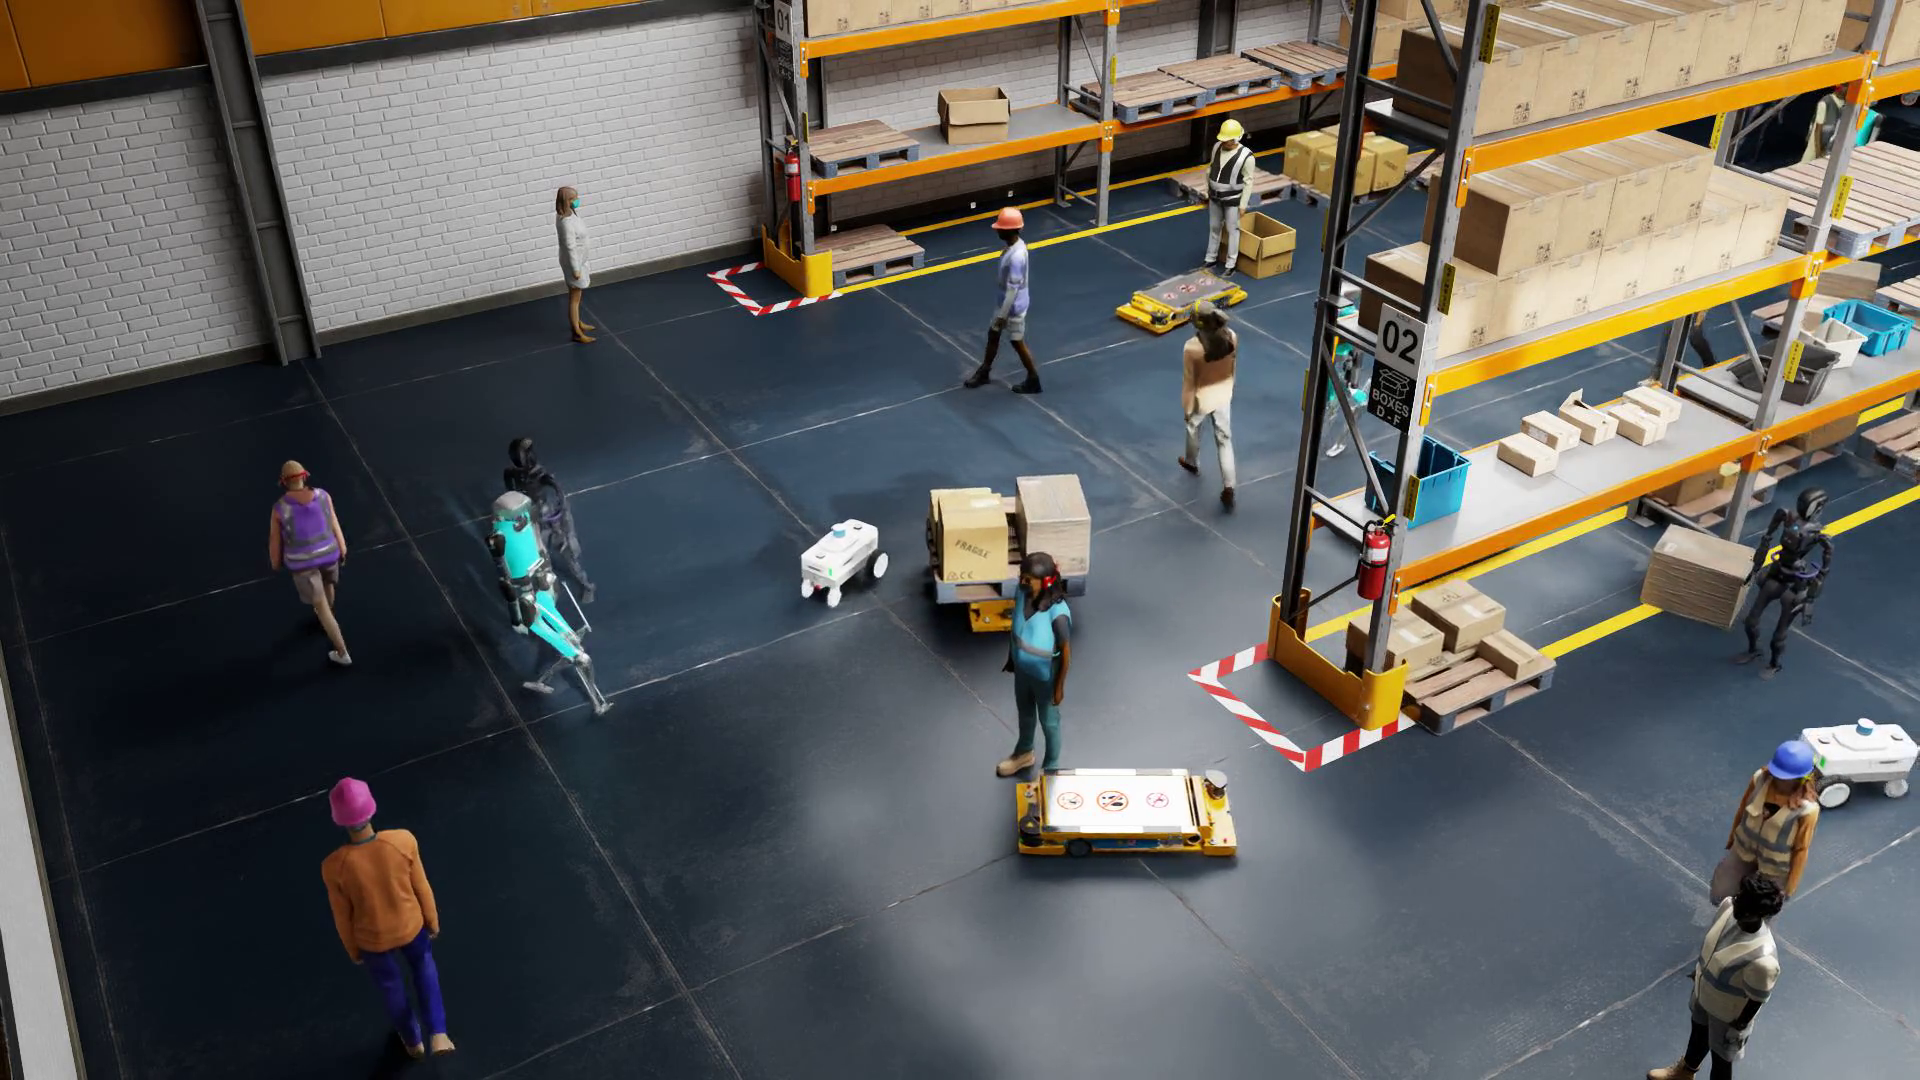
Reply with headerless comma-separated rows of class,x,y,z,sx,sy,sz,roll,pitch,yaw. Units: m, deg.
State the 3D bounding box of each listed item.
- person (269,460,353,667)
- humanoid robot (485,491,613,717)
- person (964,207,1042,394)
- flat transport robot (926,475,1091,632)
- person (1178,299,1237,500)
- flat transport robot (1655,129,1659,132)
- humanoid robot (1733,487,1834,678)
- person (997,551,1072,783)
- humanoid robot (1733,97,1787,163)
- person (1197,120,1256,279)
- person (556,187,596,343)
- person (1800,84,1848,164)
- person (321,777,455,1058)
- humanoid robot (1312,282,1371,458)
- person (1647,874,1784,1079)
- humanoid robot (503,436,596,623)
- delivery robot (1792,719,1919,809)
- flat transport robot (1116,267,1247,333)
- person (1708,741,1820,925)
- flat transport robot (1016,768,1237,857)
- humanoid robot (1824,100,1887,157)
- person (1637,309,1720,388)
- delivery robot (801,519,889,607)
person,-4.944,0.125,12.575,0.509,1.649,0.886,-27,41,-36
humanoid robot,-2.846,0.508,11.948,0.949,1.806,0.542,11,34,17
person,0.446,-2.329,16.259,0.761,1.906,0.560,-4,32,-7
flat transport robot,0.358,0.275,13.645,0.659,0.231,1.431,-3,32,-4
person,2.204,-1.250,14.610,0.569,1.825,0.952,-9,33,-14
flat transport robot,8.270,-4.306,20.951,0.659,0.231,1.431,27,41,36
humanoid robot,6.113,0.308,12.278,0.366,1.647,0.601,-15,35,-23
person,0.523,0.873,11.188,0.373,1.865,0.539,-25,40,-34
humanoid robot,10.599,-5.729,21.919,0.648,1.641,0.588,-27,41,-36
person,2.996,-3.859,18.777,0.588,1.822,0.403,27,41,35
person,-4.012,-2.891,17.381,0.337,1.659,0.496,-5,32,-8
person,10.556,-4.848,20.365,0.563,1.805,0.949,-14,35,-21
person,-3.121,2.123,9.089,0.518,1.970,0.502,-16,36,-24
humanoid robot,3.536,-1.543,15.183,0.681,1.819,0.532,-25,40,-34
person,4.056,2.433,8.855,0.317,1.699,0.537,-2,32,-3
humanoid robot,-3.178,-0.098,12.961,0.633,1.638,0.699,18,36,26
delivery robot,6.128,1.495,11.430,0.782,0.594,0.499,-2,32,-4
flat transport robot,2.448,-2.644,18.300,1.431,0.231,0.659,-25,40,-34
person,4.699,1.856,9.707,0.432,1.761,0.483,-20,37,-29
flat transport robot,1.101,1.830,11.166,1.431,0.231,0.659,0,32,0
humanoid robot,10.350,-4.297,19.620,0.790,1.835,0.531,-28,42,-37
person,7.238,-2.353,16.400,0.847,1.813,0.559,-15,35,-22
delivery robot,-0.961,0.141,13.606,0.499,0.612,0.796,19,37,27
